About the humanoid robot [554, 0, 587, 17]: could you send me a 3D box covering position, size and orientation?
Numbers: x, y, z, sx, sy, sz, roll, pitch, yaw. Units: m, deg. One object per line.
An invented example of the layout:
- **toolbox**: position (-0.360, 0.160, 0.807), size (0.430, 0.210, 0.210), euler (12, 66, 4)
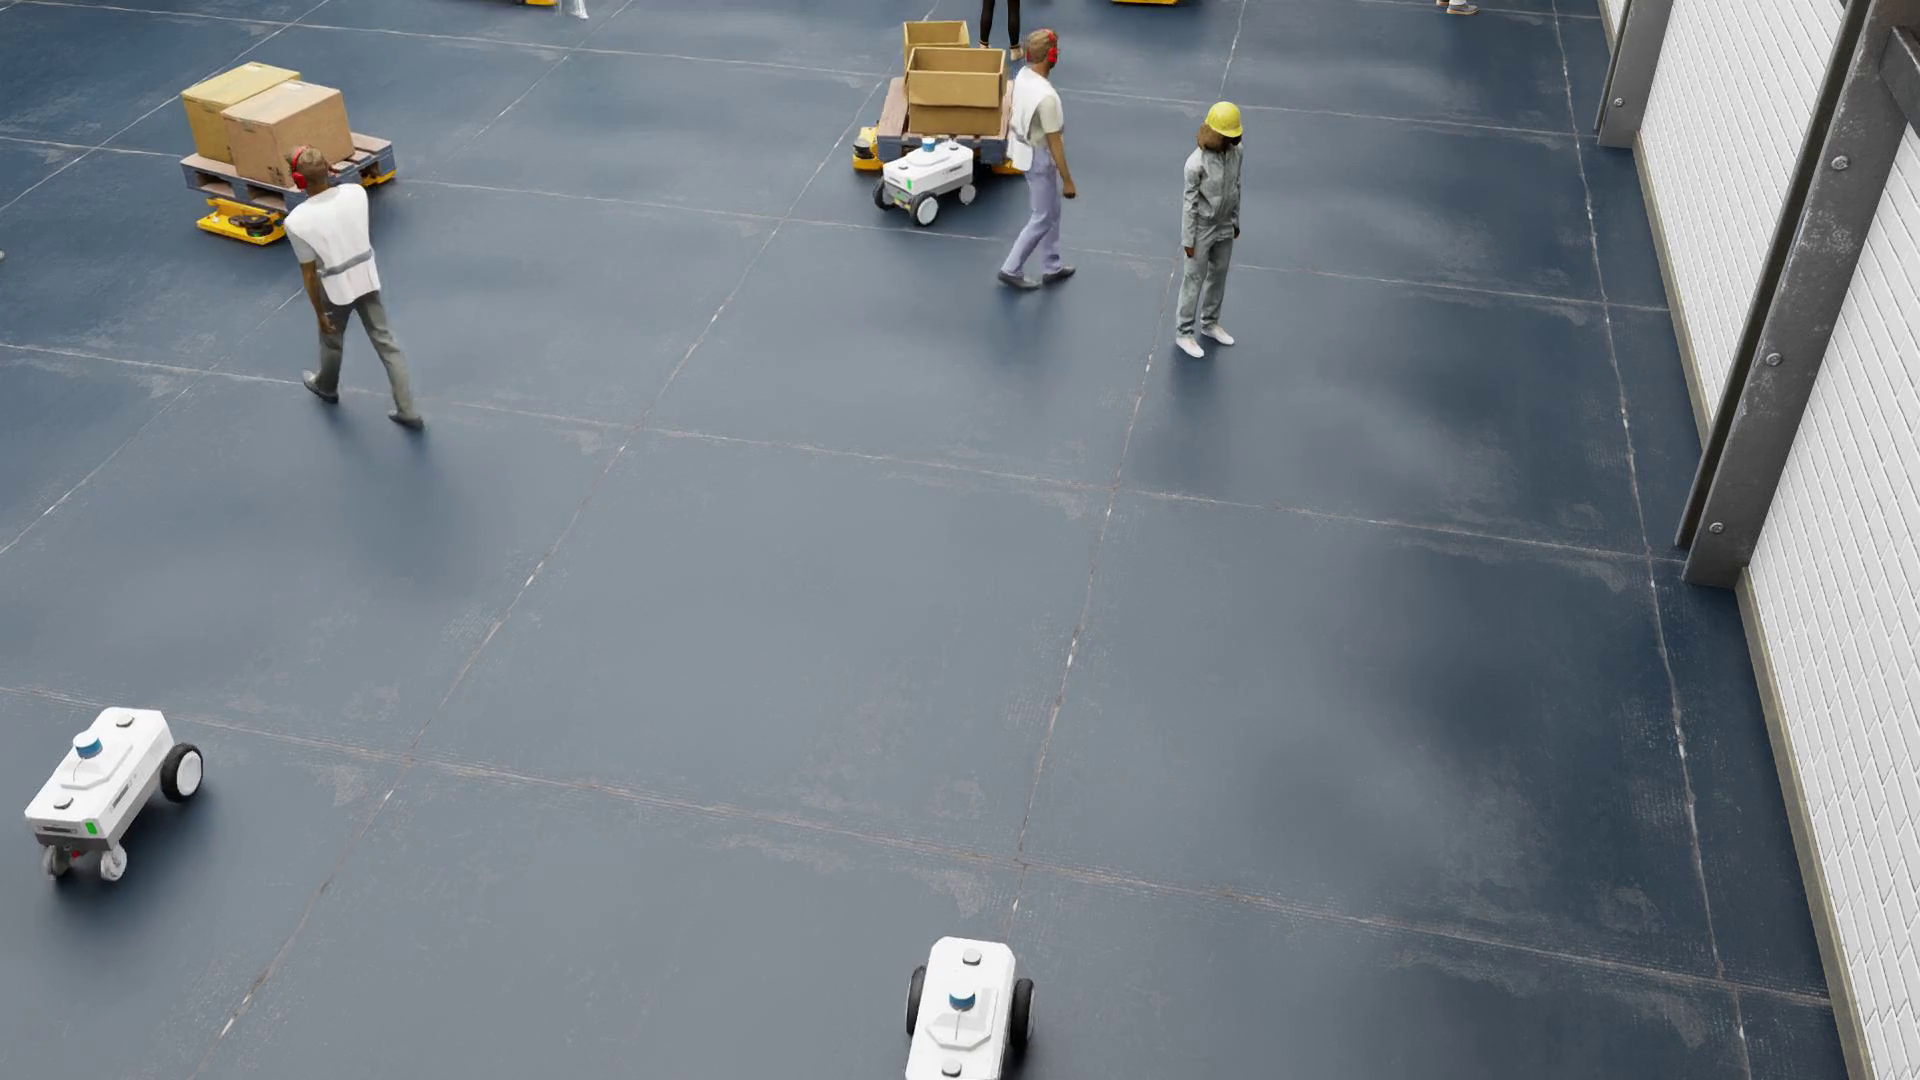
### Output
- **humanoid robot**: position (-3.824, -5.800, 15.791), size (0.765, 1.830, 0.557), euler (29, 45, 33)

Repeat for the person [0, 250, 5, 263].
- **person**: position (-7.075, -2.652, 11.463), size (0.589, 1.823, 0.509), euler (-5, 37, -7)

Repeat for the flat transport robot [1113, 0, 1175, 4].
- **flat transport robot**: position (1.912, -5.802, 16.983), size (0.659, 0.231, 1.431), euler (6, 37, 8)

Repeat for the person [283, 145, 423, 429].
- **person**: position (-3.736, -1.530, 9.991), size (0.967, 1.793, 0.568), euler (26, 44, 30)

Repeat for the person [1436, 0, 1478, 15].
- **person**: position (4.895, -6.013, 15.918), size (0.353, 1.882, 0.579), euler (-5, 37, -7)

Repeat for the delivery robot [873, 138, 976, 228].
- **delivery robot**: position (-0.245, -2.765, 12.674), size (0.785, 0.589, 0.499), euler (-29, 46, -33)

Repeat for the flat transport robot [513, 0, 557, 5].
- **flat transport robot**: position (-4.587, -5.640, 16.766), size (1.431, 0.231, 0.659), euler (10, 38, 14)

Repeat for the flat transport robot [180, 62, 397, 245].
- **flat transport robot**: position (-5.104, -2.690, 12.819), size (0.659, 0.231, 1.431), euler (17, 40, 21)

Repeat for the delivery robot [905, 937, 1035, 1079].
- **delivery robot**: position (0.003, 1.903, 6.422), size (0.513, 0.581, 0.740), euler (5, 37, 7)

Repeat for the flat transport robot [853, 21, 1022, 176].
- **flat transport robot**: position (-0.123, -3.204, 13.506), size (1.431, 0.231, 0.659), euler (3, 37, 4)

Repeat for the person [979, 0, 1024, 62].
- **person**: position (0.392, -5.160, 14.938), size (0.534, 1.688, 0.322), euler (12, 38, 16)

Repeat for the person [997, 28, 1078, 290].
- **person**: position (0.547, -2.556, 11.347), size (0.603, 1.811, 0.636), euler (-8, 37, -10)

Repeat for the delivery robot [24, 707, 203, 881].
- **delivery robot**: position (-3.845, 1.105, 7.516), size (0.499, 0.613, 0.811), euler (4, 37, 5)

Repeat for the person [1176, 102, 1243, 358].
- **person**: position (1.616, -1.985, 10.656), size (0.487, 1.729, 0.319), euler (-27, 44, -31)
